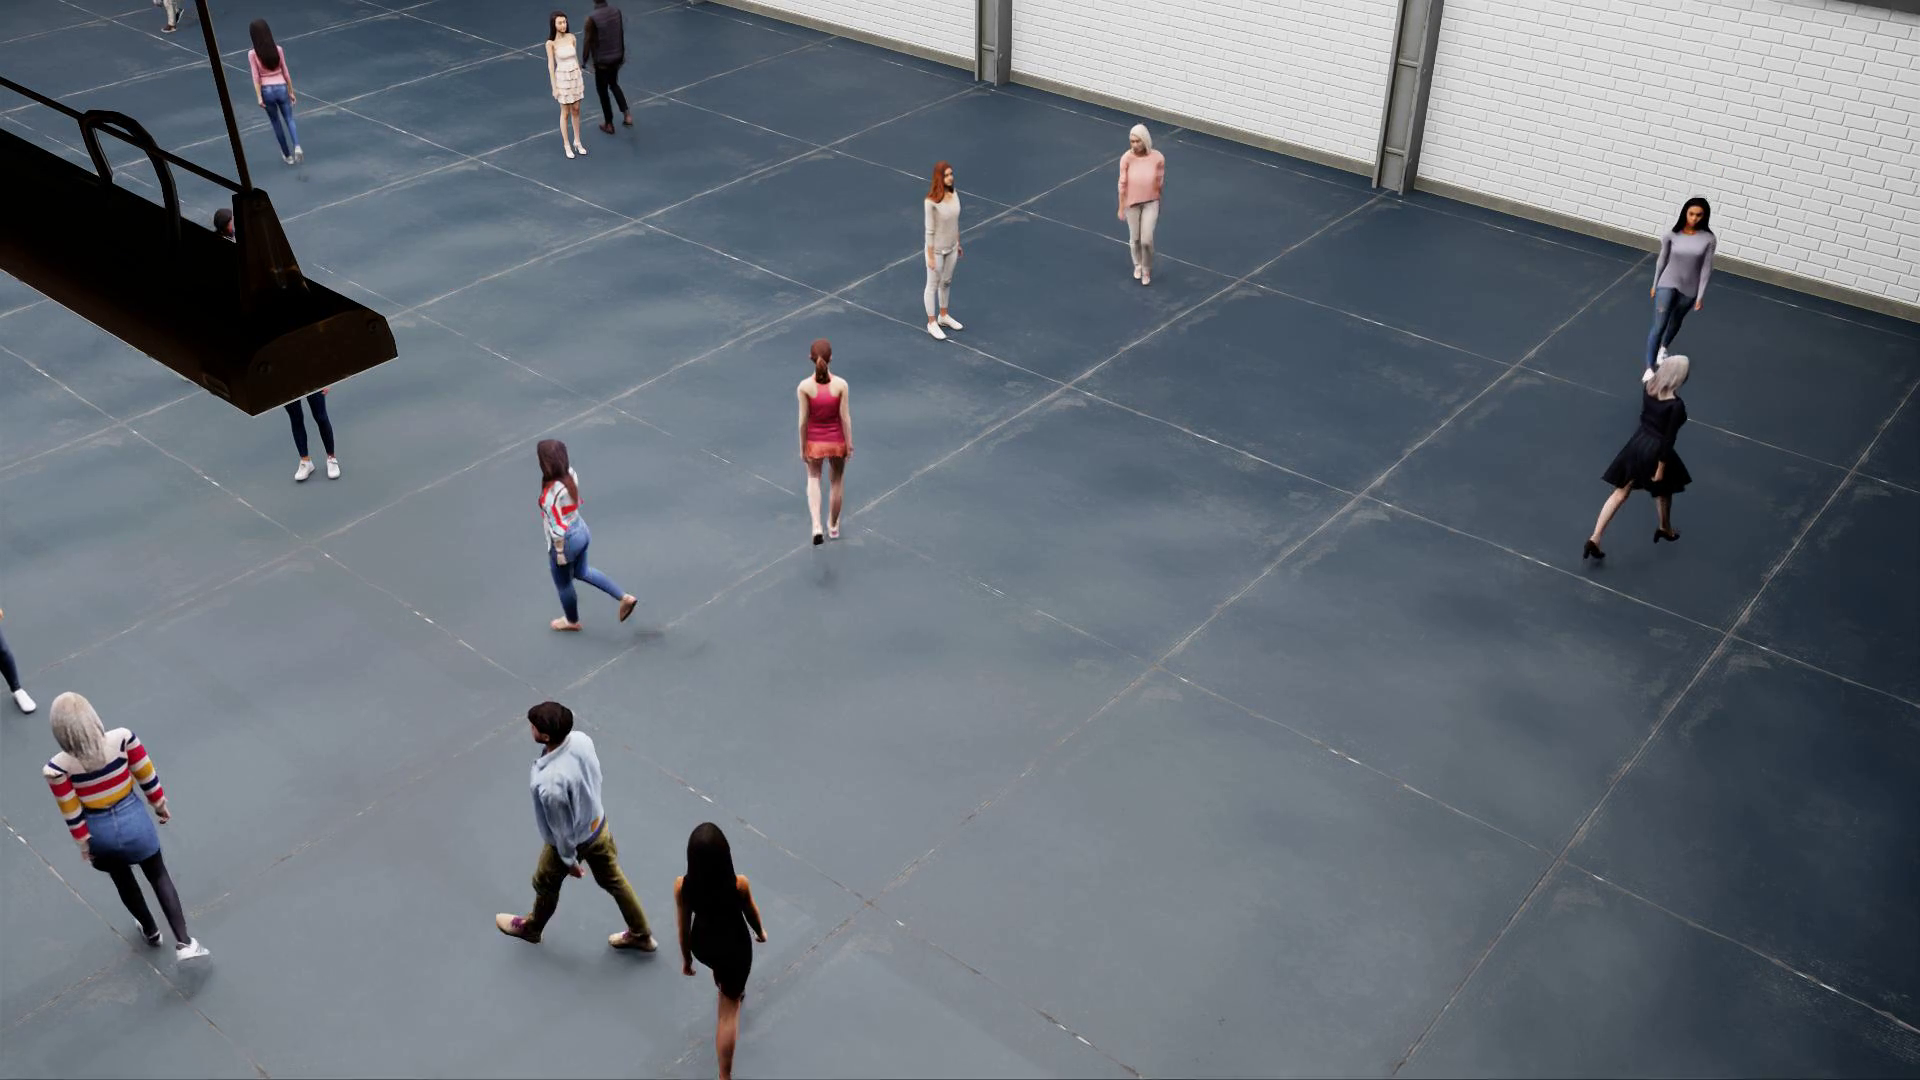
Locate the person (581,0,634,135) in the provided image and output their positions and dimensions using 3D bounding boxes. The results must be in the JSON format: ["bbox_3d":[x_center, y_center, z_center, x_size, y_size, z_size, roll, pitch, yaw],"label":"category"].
[{"bbox_3d":[-4.302,-5.848,20.318,0.700,1.828,0.715,27,42,34],"label":"person"}]

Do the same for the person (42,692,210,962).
[{"bbox_3d":[-4.577,1.638,9.097,0.774,1.781,0.988,-22,40,-30],"label":"person"}]

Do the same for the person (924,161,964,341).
[{"bbox_3d":[-0.184,-2.775,15.799,0.545,1.713,0.600,27,42,34],"label":"person"}]

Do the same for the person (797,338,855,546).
[{"bbox_3d":[-1.021,-0.699,12.652,0.865,1.738,0.913,-1,34,-2],"label":"person"}]

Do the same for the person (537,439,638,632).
[{"bbox_3d":[-2.676,0.006,11.720,1.004,1.597,0.863,5,34,8],"label":"person"}]

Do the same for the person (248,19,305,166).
[{"bbox_3d":[-7.978,-5.178,19.398,0.713,1.730,0.906,-20,39,-28],"label":"person"}]

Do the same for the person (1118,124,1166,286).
[{"bbox_3d":[1.852,-3.406,16.774,0.789,1.684,0.836,0,34,0],"label":"person"}]

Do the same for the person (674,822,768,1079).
[{"bbox_3d":[-1.216,2.173,8.452,1.053,1.605,0.986,4,34,5],"label":"person"}]

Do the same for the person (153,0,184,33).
[{"bbox_3d":[-11.547,-8.124,24.098,0.712,1.434,0.685,15,37,22],"label":"person"}]

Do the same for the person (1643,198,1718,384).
[{"bbox_3d":[6.534,-2.300,15.108,1.169,1.686,0.960,11,35,16],"label":"person"}]

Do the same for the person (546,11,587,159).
[{"bbox_3d":[-4.662,-5.415,19.749,0.533,1.735,0.594,28,43,35],"label":"person"}]

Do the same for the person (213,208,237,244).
[{"bbox_3d":[-6.463,-2.124,14.799,0.906,1.735,0.810,4,34,6],"label":"person"}]

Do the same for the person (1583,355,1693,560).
[{"bbox_3d":[5.108,-0.572,12.506,1.028,1.689,1.160,-11,35,-16],"label":"person"}]

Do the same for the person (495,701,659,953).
[{"bbox_3d":[-2.022,1.631,9.124,1.264,1.764,0.988,10,35,14],"label":"person"}]
